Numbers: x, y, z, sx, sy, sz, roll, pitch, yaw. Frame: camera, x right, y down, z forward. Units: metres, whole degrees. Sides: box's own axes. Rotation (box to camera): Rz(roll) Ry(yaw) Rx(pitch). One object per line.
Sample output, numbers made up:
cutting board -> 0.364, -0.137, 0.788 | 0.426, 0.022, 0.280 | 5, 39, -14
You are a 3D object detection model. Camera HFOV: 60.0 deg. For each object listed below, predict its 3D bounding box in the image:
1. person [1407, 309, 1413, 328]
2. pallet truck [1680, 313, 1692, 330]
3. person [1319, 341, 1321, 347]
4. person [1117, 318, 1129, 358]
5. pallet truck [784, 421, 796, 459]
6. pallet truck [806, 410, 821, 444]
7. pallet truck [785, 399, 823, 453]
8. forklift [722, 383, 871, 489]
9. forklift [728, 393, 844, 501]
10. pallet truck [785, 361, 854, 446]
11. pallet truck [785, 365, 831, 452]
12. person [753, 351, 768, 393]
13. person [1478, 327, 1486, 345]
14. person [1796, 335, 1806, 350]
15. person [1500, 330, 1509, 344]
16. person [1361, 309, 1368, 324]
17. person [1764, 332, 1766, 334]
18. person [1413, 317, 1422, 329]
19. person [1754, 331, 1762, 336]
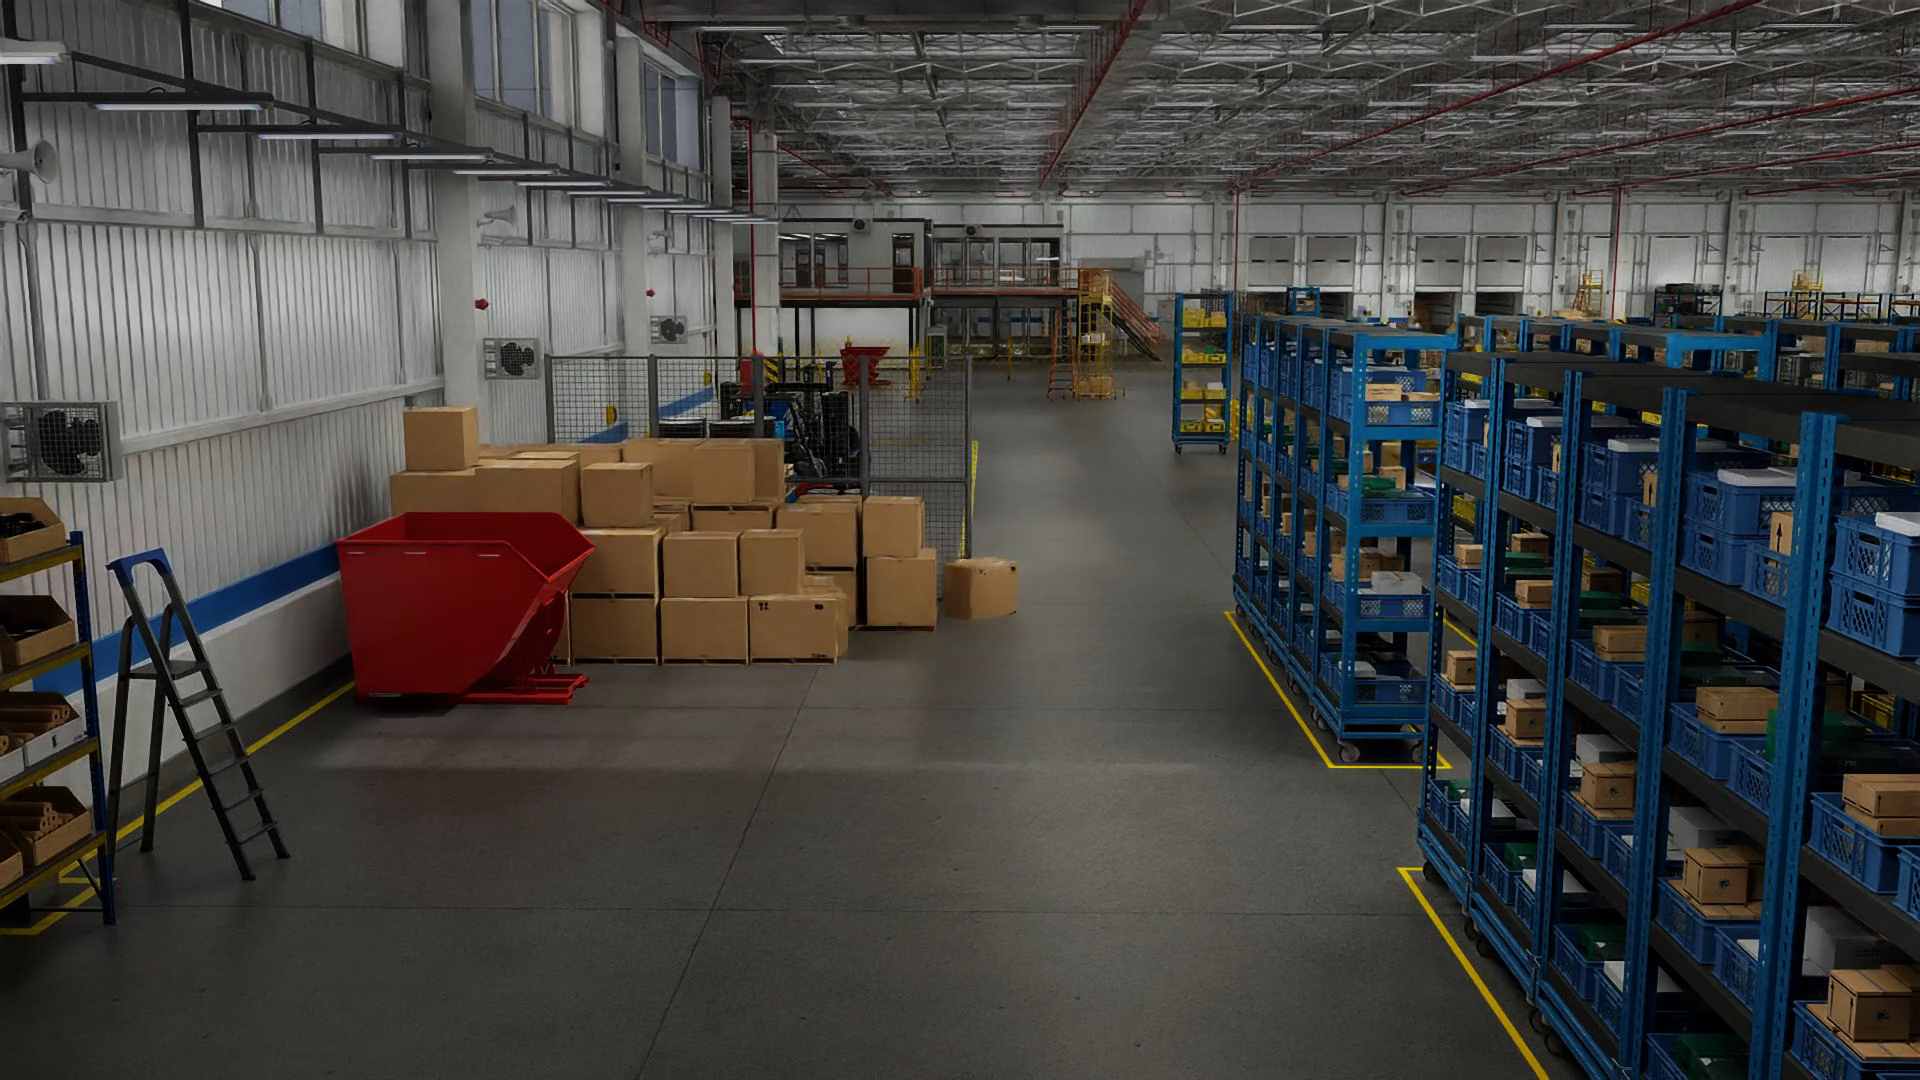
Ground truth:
person -> 25.594, -12.176, 94.636 | 0.395, 1.920, 0.585 | 5, 11, 31
pallet truck -> 36.315, -10.531, 84.244 | 0.823, 1.965, 1.885 | -6, 11, -33
person -> 14.295, -7.387, 65.082 | 0.540, 1.930, 0.386 | -1, 9, -3
person -> 7.658, -9.468, 78.038 | 0.576, 1.882, 0.355 | 3, 10, 19
pallet truck -> -4.013, -1.793, 32.705 | 1.601, 1.201, 0.680 | 0, 9, 1
pallet truck -> -3.559, -2.018, 33.905 | 1.522, 1.261, 0.704 | 0, 9, -1
pallet truck -> -3.814, -2.432, 36.419 | 1.630, 1.274, 0.653 | 0, 9, 1
forklift -> -2.893, -1.687, 28.729 | 2.680, 1.987, 1.157 | 0, 9, -1
forklift -> -2.979, -1.316, 26.476 | 2.680, 1.987, 1.157 | 0, 9, 1
pallet truck -> -3.410, -3.193, 38.978 | 1.885, 1.965, 0.823 | 0, 9, -1
pallet truck -> -3.774, -2.976, 37.635 | 1.885, 1.965, 0.823 | 1, 9, 5
person -> -5.314, -4.005, 44.037 | 0.389, 1.991, 0.708 | -5, 11, -30
person -> 26.202, -10.199, 82.831 | 0.661, 1.786, 0.980 | -8, 12, -41
person -> 30.732, -6.684, 60.913 | 0.312, 1.866, 0.538 | -2, 9, -11
person -> 21.497, -7.441, 65.759 | 1.037, 1.814, 0.495 | 4, 10, 26
person -> 22.677, -12.012, 93.588 | 0.775, 1.930, 0.606 | 6, 11, 32
person -> 33.930, -8.144, 69.819 | 0.692, 1.902, 0.602 | 3, 10, 18
person -> 21.406, -9.469, 77.925 | 0.489, 1.919, 0.626 | 0, 9, -2
person -> 29.470, -6.817, 61.730 | 1.077, 1.865, 0.536 | 4, 10, 22
